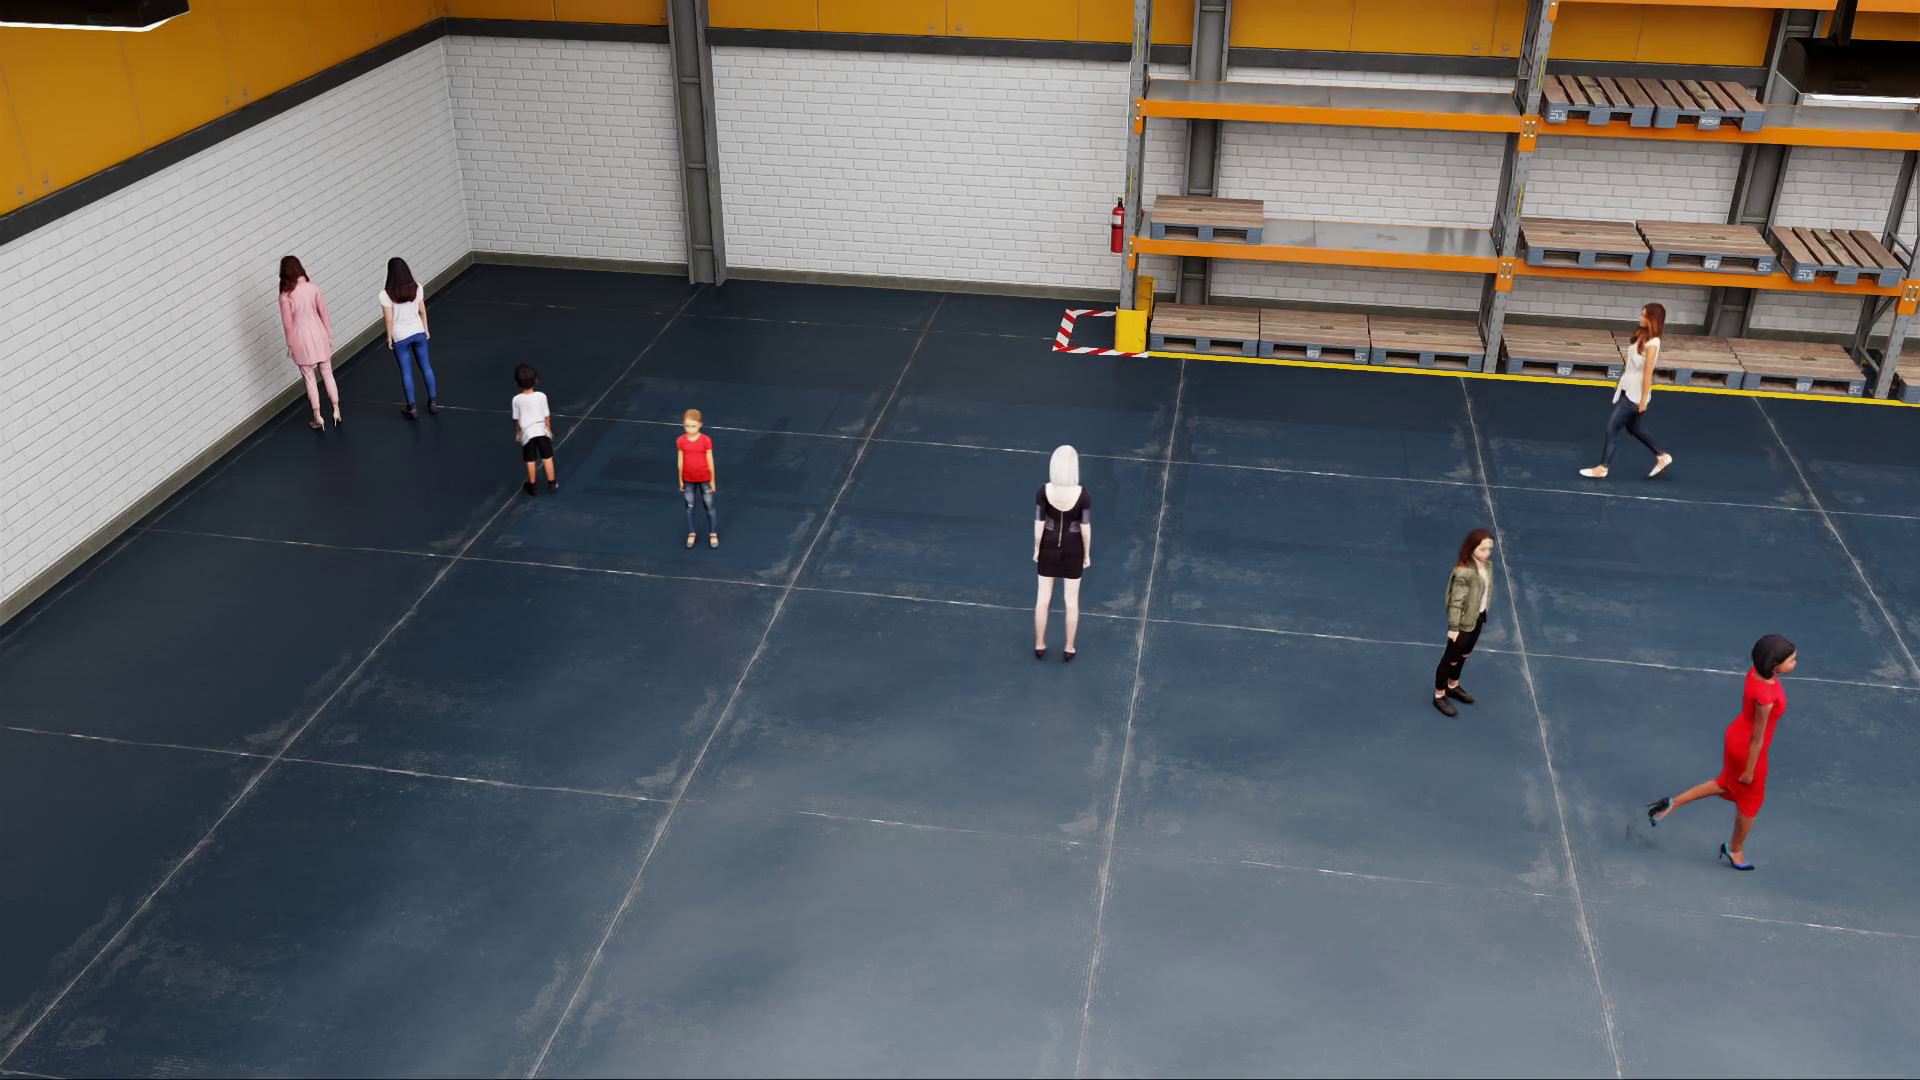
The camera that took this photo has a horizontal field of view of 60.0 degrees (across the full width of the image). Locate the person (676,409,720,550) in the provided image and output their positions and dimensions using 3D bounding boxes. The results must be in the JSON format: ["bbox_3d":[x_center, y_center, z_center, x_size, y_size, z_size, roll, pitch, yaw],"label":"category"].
[{"bbox_3d":[-2.281,-0.546,14.453,0.442,1.307,0.551,1,29,1],"label":"person"}]

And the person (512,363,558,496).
[{"bbox_3d":[-3.944,-1.021,15.381,0.534,1.252,0.623,-10,30,-17],"label":"person"}]

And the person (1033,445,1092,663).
[{"bbox_3d":[0.767,0.118,12.692,0.408,1.826,0.638,4,29,8],"label":"person"}]

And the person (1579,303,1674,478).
[{"bbox_3d":[6.365,-1.351,15.463,1.040,1.752,0.566,5,29,9],"label":"person"}]

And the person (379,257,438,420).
[{"bbox_3d":[-5.558,-2.033,16.783,0.675,1.685,0.722,-21,35,-33],"label":"person"}]

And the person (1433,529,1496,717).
[{"bbox_3d":[3.717,0.579,12.215,0.650,1.475,0.683,-24,37,-37],"label":"person"}]

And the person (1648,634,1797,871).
[{"bbox_3d":[4.905,1.331,10.572,0.952,1.728,0.632,7,29,13],"label":"person"}]

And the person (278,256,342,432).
[{"bbox_3d":[-6.461,-1.957,16.521,0.686,1.803,0.732,-21,35,-33],"label":"person"}]
